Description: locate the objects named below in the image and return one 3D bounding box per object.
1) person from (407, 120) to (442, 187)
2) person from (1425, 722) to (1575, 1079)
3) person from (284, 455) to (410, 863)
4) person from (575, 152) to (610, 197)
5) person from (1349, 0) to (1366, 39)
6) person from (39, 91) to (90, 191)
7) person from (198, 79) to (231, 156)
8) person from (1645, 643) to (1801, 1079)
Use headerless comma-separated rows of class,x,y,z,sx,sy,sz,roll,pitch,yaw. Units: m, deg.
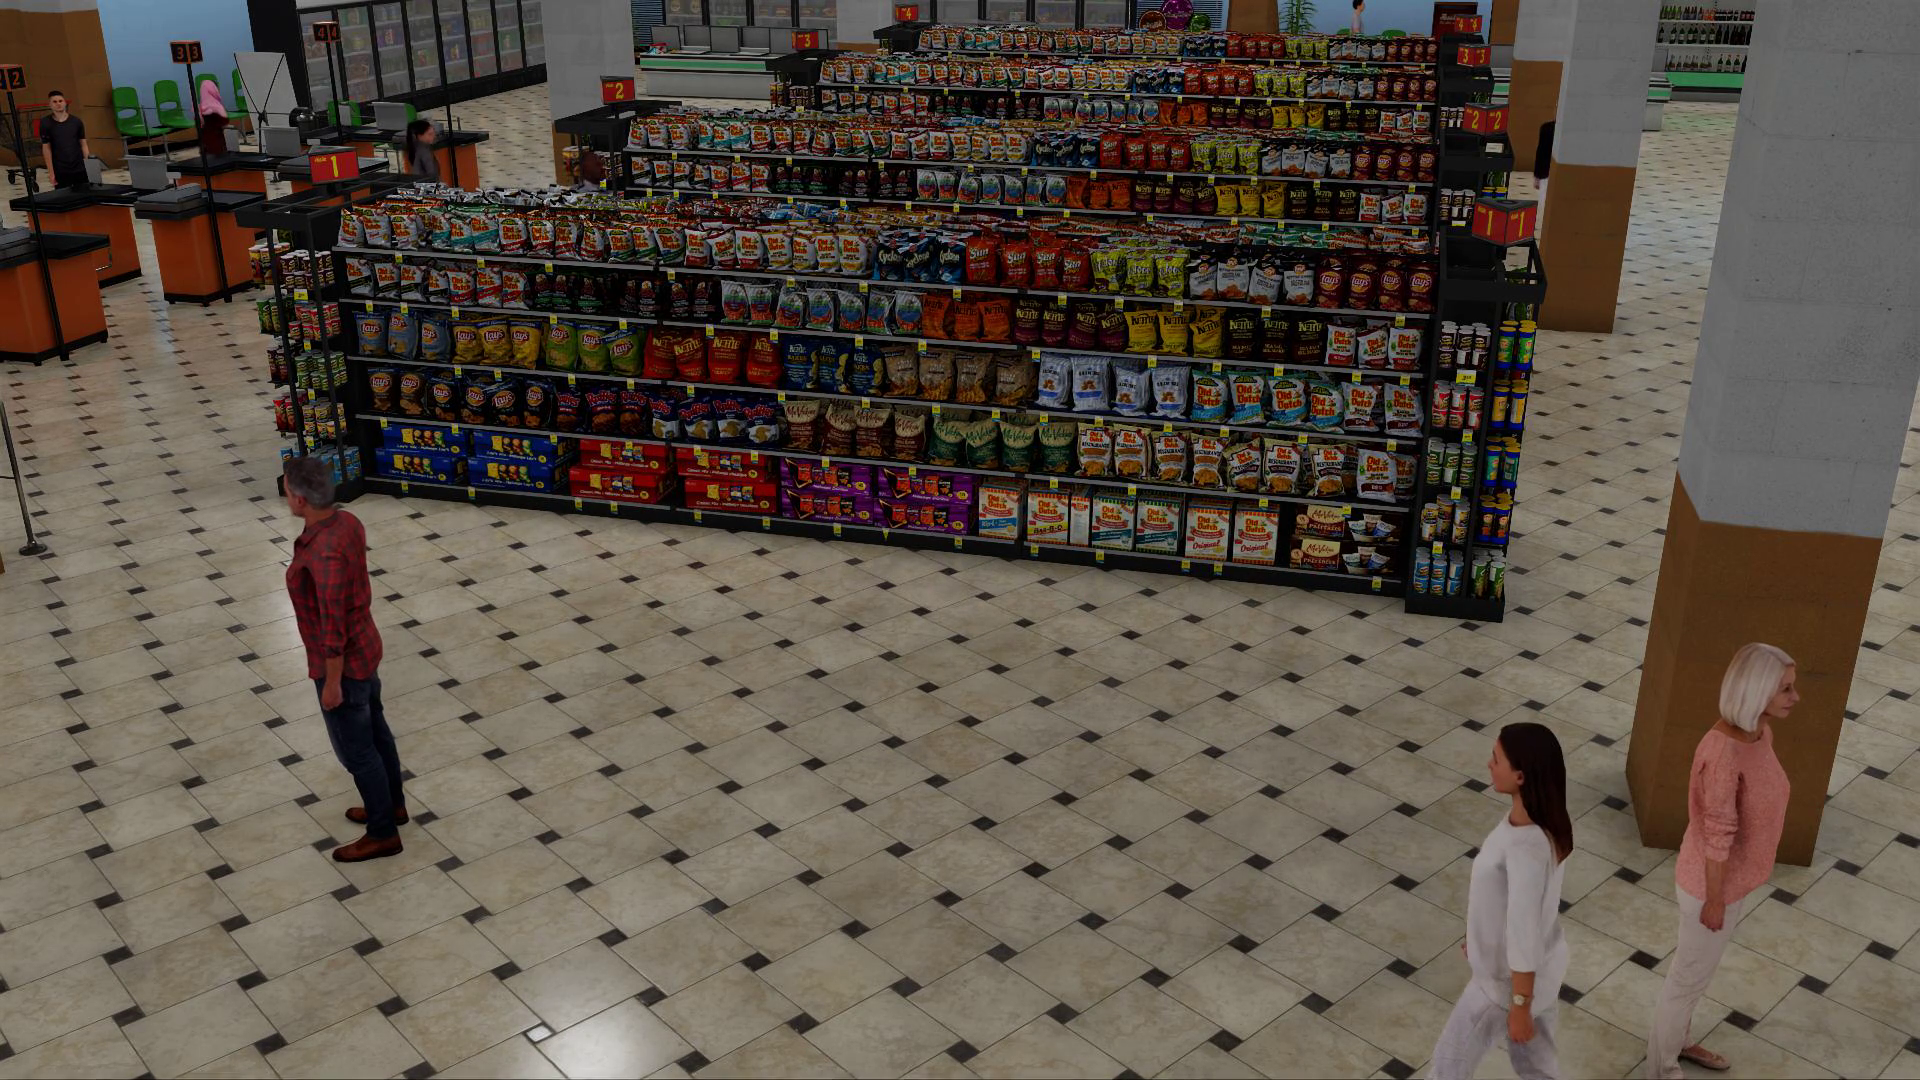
person,-5.729,-3.663,17.772,0.745,1.649,0.855,13,25,30
person,1.827,1.372,5.224,1.007,1.663,0.741,10,24,23
person,-2.646,0.502,7.166,0.704,1.829,0.760,-3,22,-8
person,-3.274,-2.473,14.610,1.190,1.799,0.847,12,25,27
person,7.478,-9.298,31.508,0.573,1.863,0.679,4,22,9
person,-10.206,-4.243,19.062,0.723,1.764,0.743,-18,28,-37
person,-9.482,-5.001,21.144,0.977,1.618,0.931,15,26,33
person,2.611,1.135,5.729,0.639,1.726,0.666,15,26,32
